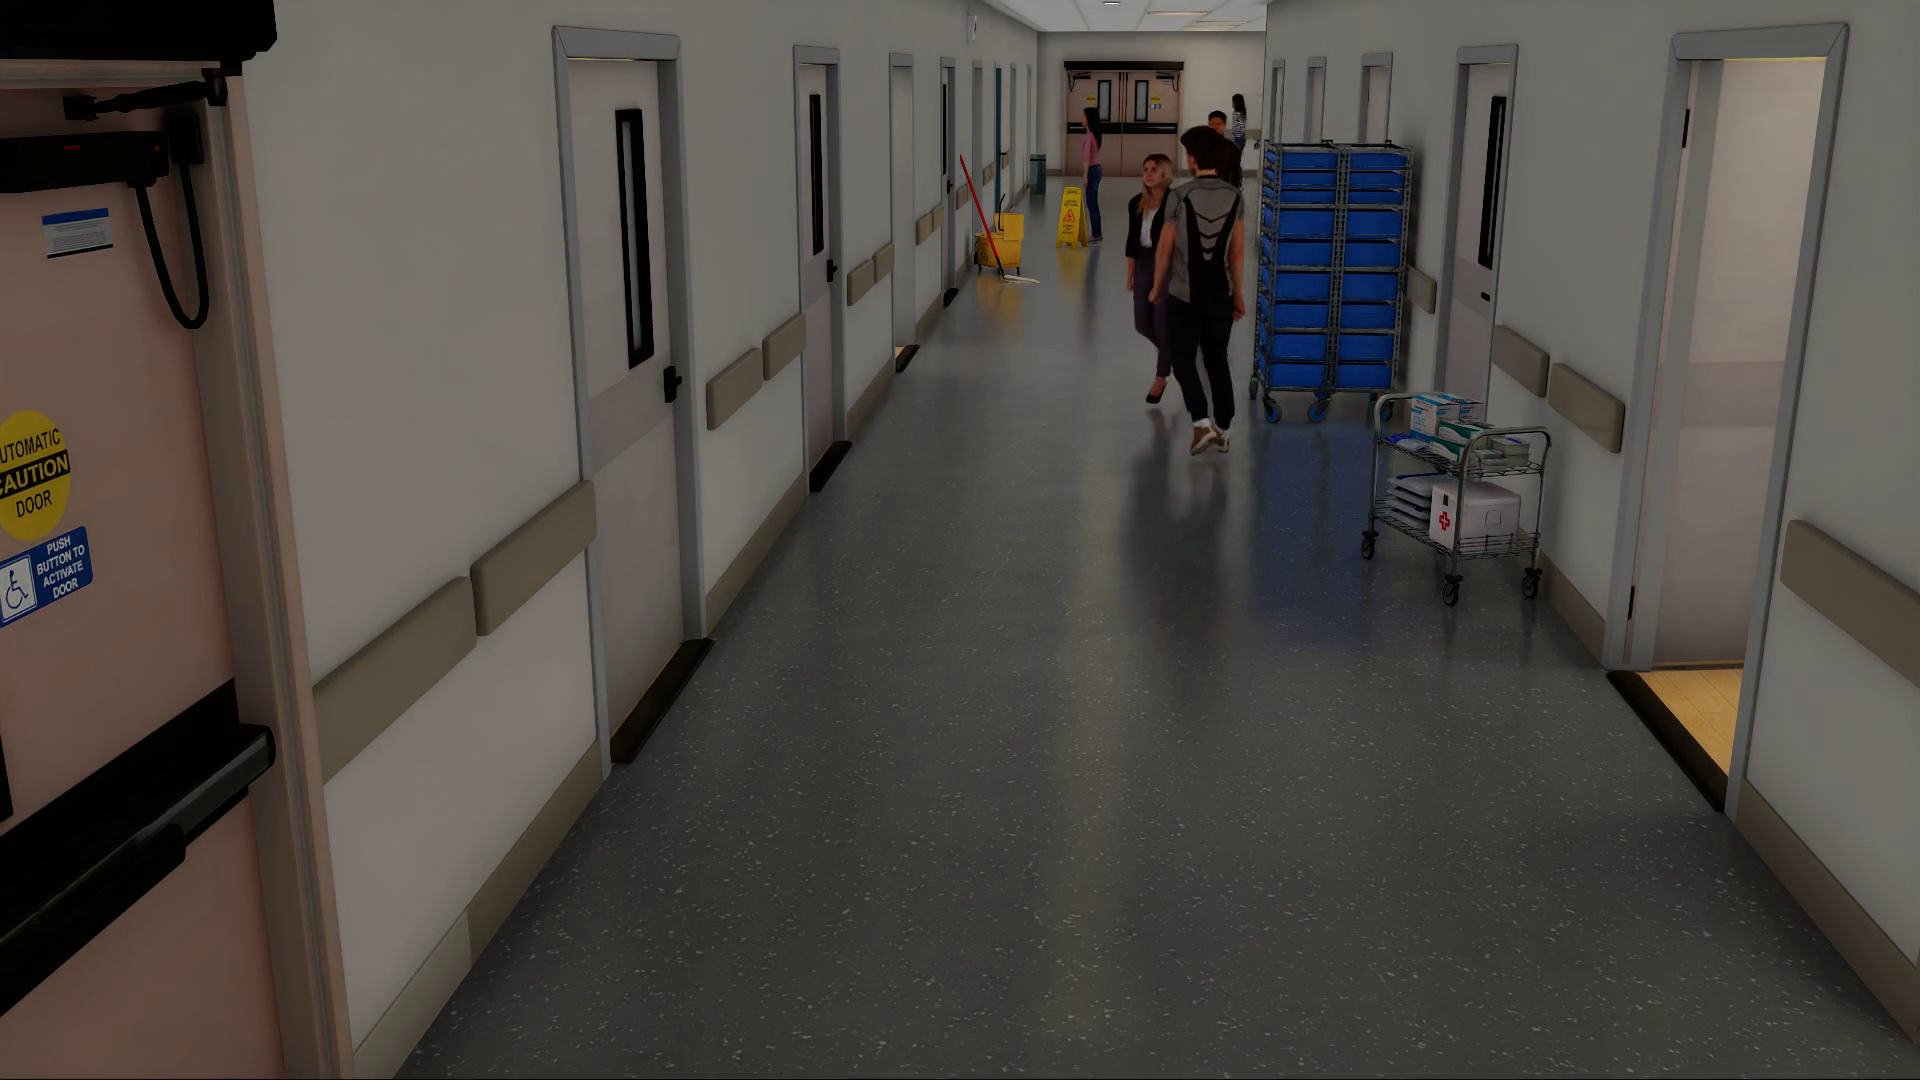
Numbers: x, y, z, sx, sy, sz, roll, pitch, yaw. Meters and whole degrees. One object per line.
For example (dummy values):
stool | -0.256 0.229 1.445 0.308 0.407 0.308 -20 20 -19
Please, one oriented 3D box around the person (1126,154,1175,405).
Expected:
person | 1.383 -1.752 11.219 0.849 1.644 0.966 9 18 29

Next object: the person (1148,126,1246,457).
person | 1.389 -1.380 9.477 0.844 1.872 0.990 -3 16 -10

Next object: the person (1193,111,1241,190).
person | 2.751 -3.726 17.992 0.696 1.768 0.812 3 16 10

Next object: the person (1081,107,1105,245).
person | 1.726 -4.761 21.719 0.668 1.738 0.519 4 16 15

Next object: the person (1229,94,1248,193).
person | 4.958 -6.921 29.285 0.799 1.773 0.717 11 19 35
